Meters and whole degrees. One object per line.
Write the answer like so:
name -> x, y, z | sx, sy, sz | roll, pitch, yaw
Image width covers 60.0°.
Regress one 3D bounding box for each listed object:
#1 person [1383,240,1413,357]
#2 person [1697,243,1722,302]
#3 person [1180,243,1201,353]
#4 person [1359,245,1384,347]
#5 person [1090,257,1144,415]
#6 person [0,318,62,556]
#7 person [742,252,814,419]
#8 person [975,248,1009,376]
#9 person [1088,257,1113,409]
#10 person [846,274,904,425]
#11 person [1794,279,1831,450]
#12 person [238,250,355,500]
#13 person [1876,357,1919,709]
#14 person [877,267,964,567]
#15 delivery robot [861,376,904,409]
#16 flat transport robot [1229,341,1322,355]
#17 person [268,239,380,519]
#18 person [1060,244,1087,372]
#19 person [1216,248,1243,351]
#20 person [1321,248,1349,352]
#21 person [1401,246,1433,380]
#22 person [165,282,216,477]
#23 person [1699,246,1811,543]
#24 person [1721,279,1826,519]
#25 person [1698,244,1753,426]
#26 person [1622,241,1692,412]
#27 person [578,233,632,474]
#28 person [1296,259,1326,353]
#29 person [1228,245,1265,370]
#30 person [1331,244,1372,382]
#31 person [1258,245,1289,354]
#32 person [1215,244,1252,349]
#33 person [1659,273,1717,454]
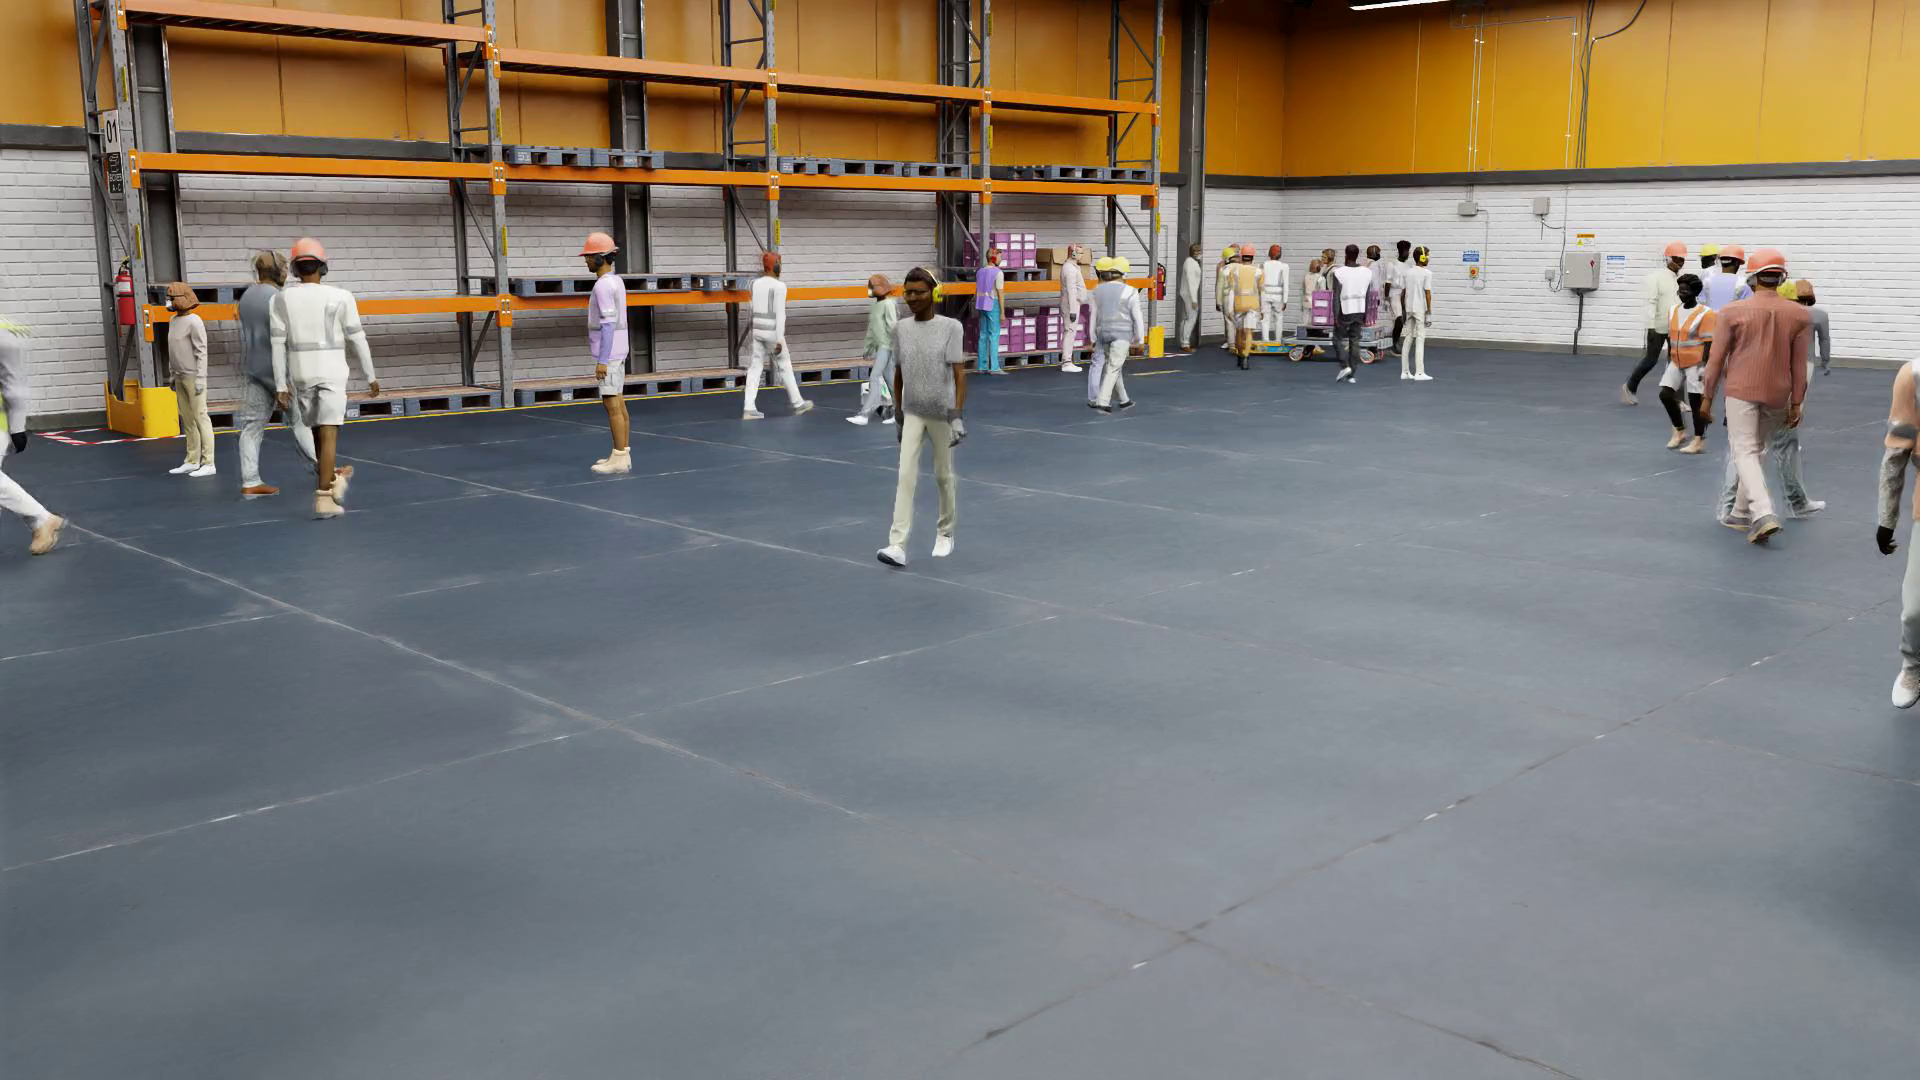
person -> 7.348, -4.001, 27.633 | 0.650, 1.935, 0.583 | -8, 13, -35
person -> 10.634, -3.233, 23.543 | 0.597, 1.912, 0.522 | -9, 14, -40
person -> 3.992, -4.199, 28.886 | 0.353, 1.896, 0.813 | 1, 10, 4
person -> 7.353, -4.332, 29.714 | 0.429, 1.844, 0.626 | -2, 11, -10
person -> 1.792, -2.317, 18.901 | 0.612, 1.780, 0.949 | 8, 13, 36
person -> -5.911, -0.724, 10.146 | 0.637, 1.814, 0.867 | 4, 11, 23
person -> -2.077, -2.271, 18.504 | 0.581, 1.830, 0.970 | 8, 13, 37
person -> 0.432, -3.296, 24.060 | 0.387, 1.841, 0.565 | -8, 13, -37
person -> 1.678, -2.429, 19.538 | 0.328, 1.767, 0.530 | 0, 10, 1
person -> -0.921, -2.009, 17.692 | 0.798, 1.597, 0.535 | -4, 11, -22
person -> 7.955, -1.662, 15.782 | 0.530, 1.592, 0.770 | 8, 13, 36
person -> -5.248, -1.290, 12.960 | 0.653, 1.894, 0.976 | 7, 13, 34
person -> 3.993, -0.120, 6.610 | 0.599, 1.899, 0.685 | 6, 12, 29
person -> -0.209, -0.744, 10.208 | 0.544, 1.816, 0.953 | 3, 11, 17
delivery robot -> -0.791, -1.649, 18.335 | 0.477, 0.478, 0.707 | 5, 12, 27
flat transport robot -> 5.335, -3.260, 28.144 | 1.431, 0.197, 0.652 | 0, 11, -2
person -> -4.626, -1.184, 12.149 | 0.689, 1.984, 1.034 | 0, 10, 0
person -> 1.686, -3.448, 24.752 | 0.400, 1.900, 0.636 | 0, 10, -1
person -> 4.727, -4.188, 29.014 | 0.617, 1.802, 0.475 | -4, 11, -22
person -> 6.463, -4.140, 28.799 | 0.942, 1.808, 0.531 | 1, 10, 3
person -> 6.405, -3.172, 23.326 | 0.330, 1.866, 0.512 | -7, 13, -35
person -> -6.512, -1.352, 14.024 | 0.498, 1.634, 0.280 | 8, 13, 38
person -> 5.322, -0.967, 11.080 | 0.625, 1.960, 0.975 | 0, 10, 0
person -> 5.810, -0.986, 11.821 | 0.844, 1.708, 0.515 | -4, 11, -22
person -> 8.165, -2.185, 17.777 | 0.547, 1.924, 0.391 | 9, 14, 41
person -> 8.194, -2.499, 19.408 | 0.612, 1.961, 0.926 | -3, 11, -14
person -> -3.026, -1.584, 14.175 | 0.391, 2.040, 0.615 | 0, 10, -1
person -> 5.994, -3.983, 28.397 | 0.650, 1.616, 0.527 | -9, 14, -41
person -> 4.352, -3.539, 25.294 | 0.550, 1.882, 1.019 | 2, 11, 10
person -> 5.377, -3.116, 22.916 | 0.594, 1.899, 0.445 | -2, 11, -12
person -> 5.401, -4.152, 28.685 | 0.583, 1.849, 0.848 | 4, 11, 20
person -> 4.856, -4.308, 29.532 | 0.676, 1.871, 0.680 | 3, 11, 14
person -> 6.743, -1.626, 15.388 | 0.401, 1.670, 0.589 | -4, 11, -22
